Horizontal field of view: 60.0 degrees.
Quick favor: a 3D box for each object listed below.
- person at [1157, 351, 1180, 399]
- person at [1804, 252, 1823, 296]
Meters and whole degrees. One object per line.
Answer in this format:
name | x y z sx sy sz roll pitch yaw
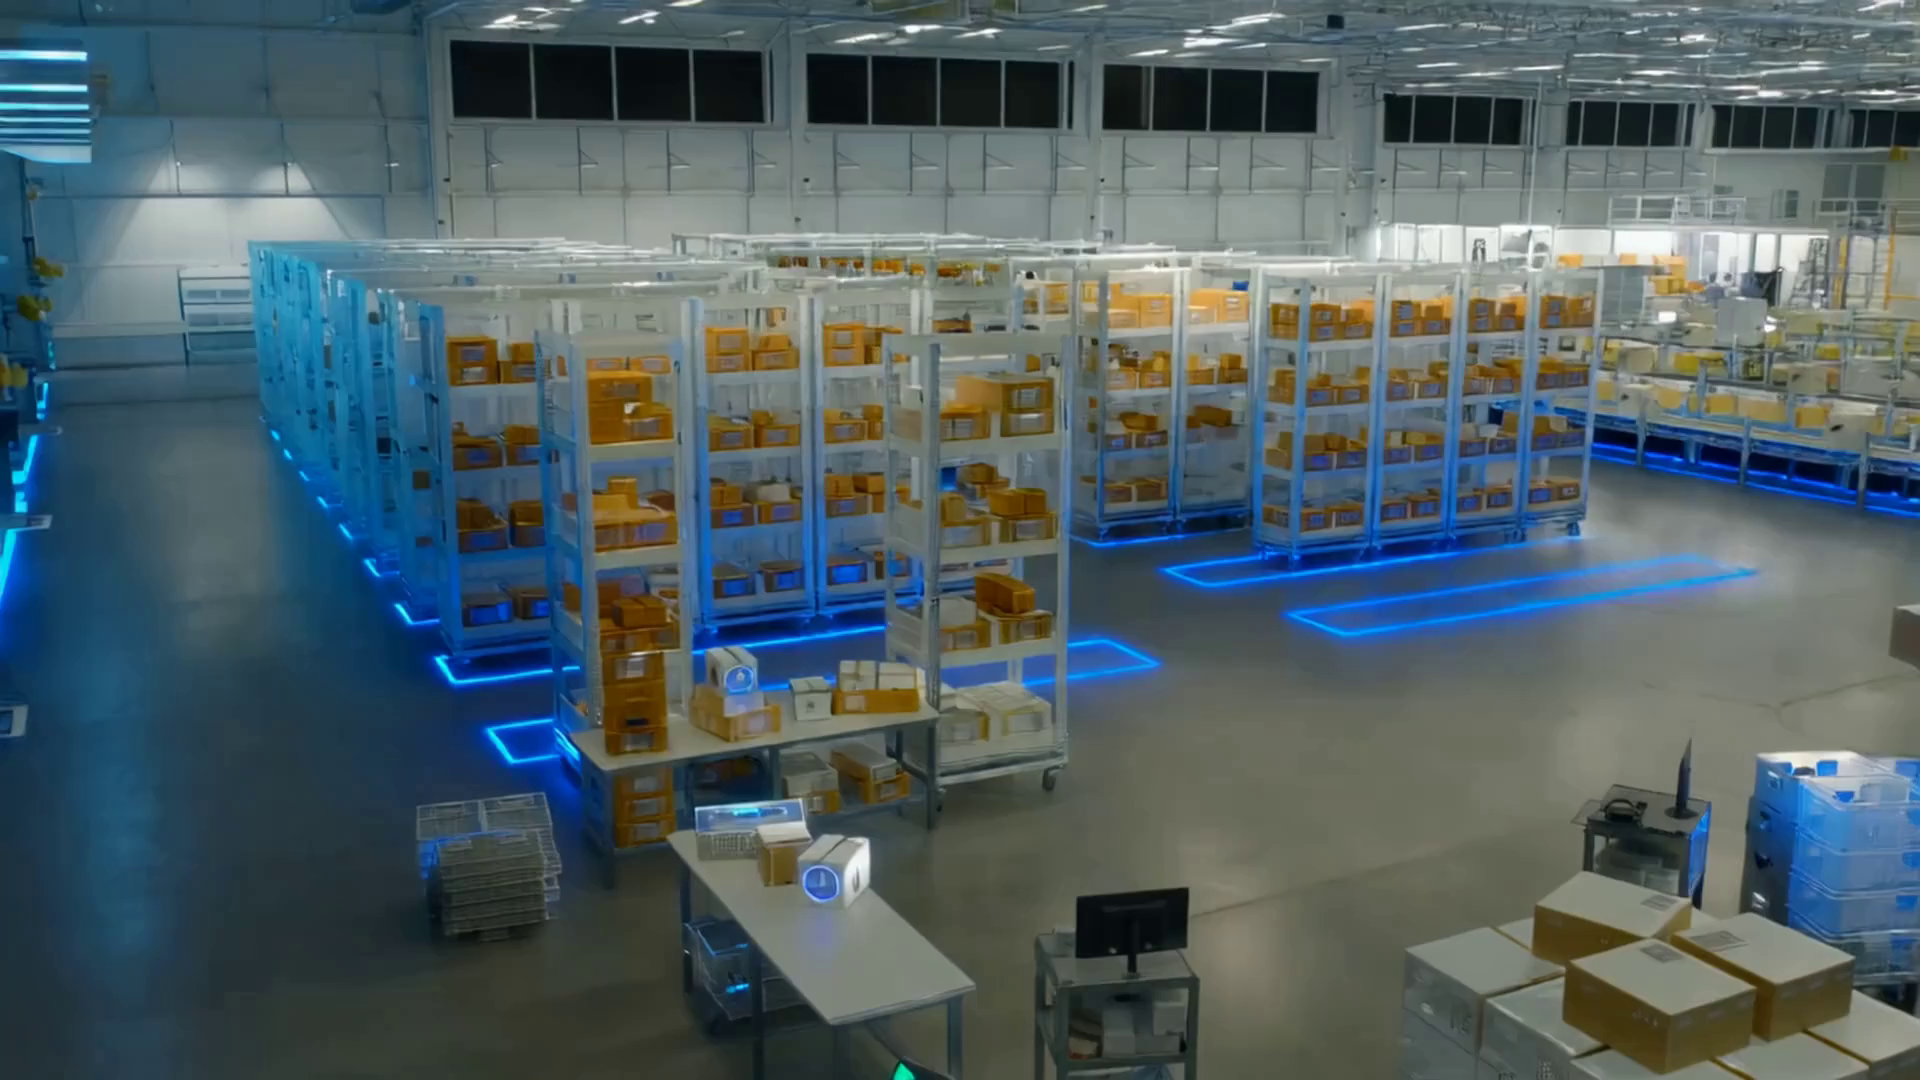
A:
person | 4.644 -4.066 36.833 0.644 1.903 0.400 -2 12 -11
person | 36.405 -11.295 70.774 0.584 1.845 0.903 -6 14 -27
